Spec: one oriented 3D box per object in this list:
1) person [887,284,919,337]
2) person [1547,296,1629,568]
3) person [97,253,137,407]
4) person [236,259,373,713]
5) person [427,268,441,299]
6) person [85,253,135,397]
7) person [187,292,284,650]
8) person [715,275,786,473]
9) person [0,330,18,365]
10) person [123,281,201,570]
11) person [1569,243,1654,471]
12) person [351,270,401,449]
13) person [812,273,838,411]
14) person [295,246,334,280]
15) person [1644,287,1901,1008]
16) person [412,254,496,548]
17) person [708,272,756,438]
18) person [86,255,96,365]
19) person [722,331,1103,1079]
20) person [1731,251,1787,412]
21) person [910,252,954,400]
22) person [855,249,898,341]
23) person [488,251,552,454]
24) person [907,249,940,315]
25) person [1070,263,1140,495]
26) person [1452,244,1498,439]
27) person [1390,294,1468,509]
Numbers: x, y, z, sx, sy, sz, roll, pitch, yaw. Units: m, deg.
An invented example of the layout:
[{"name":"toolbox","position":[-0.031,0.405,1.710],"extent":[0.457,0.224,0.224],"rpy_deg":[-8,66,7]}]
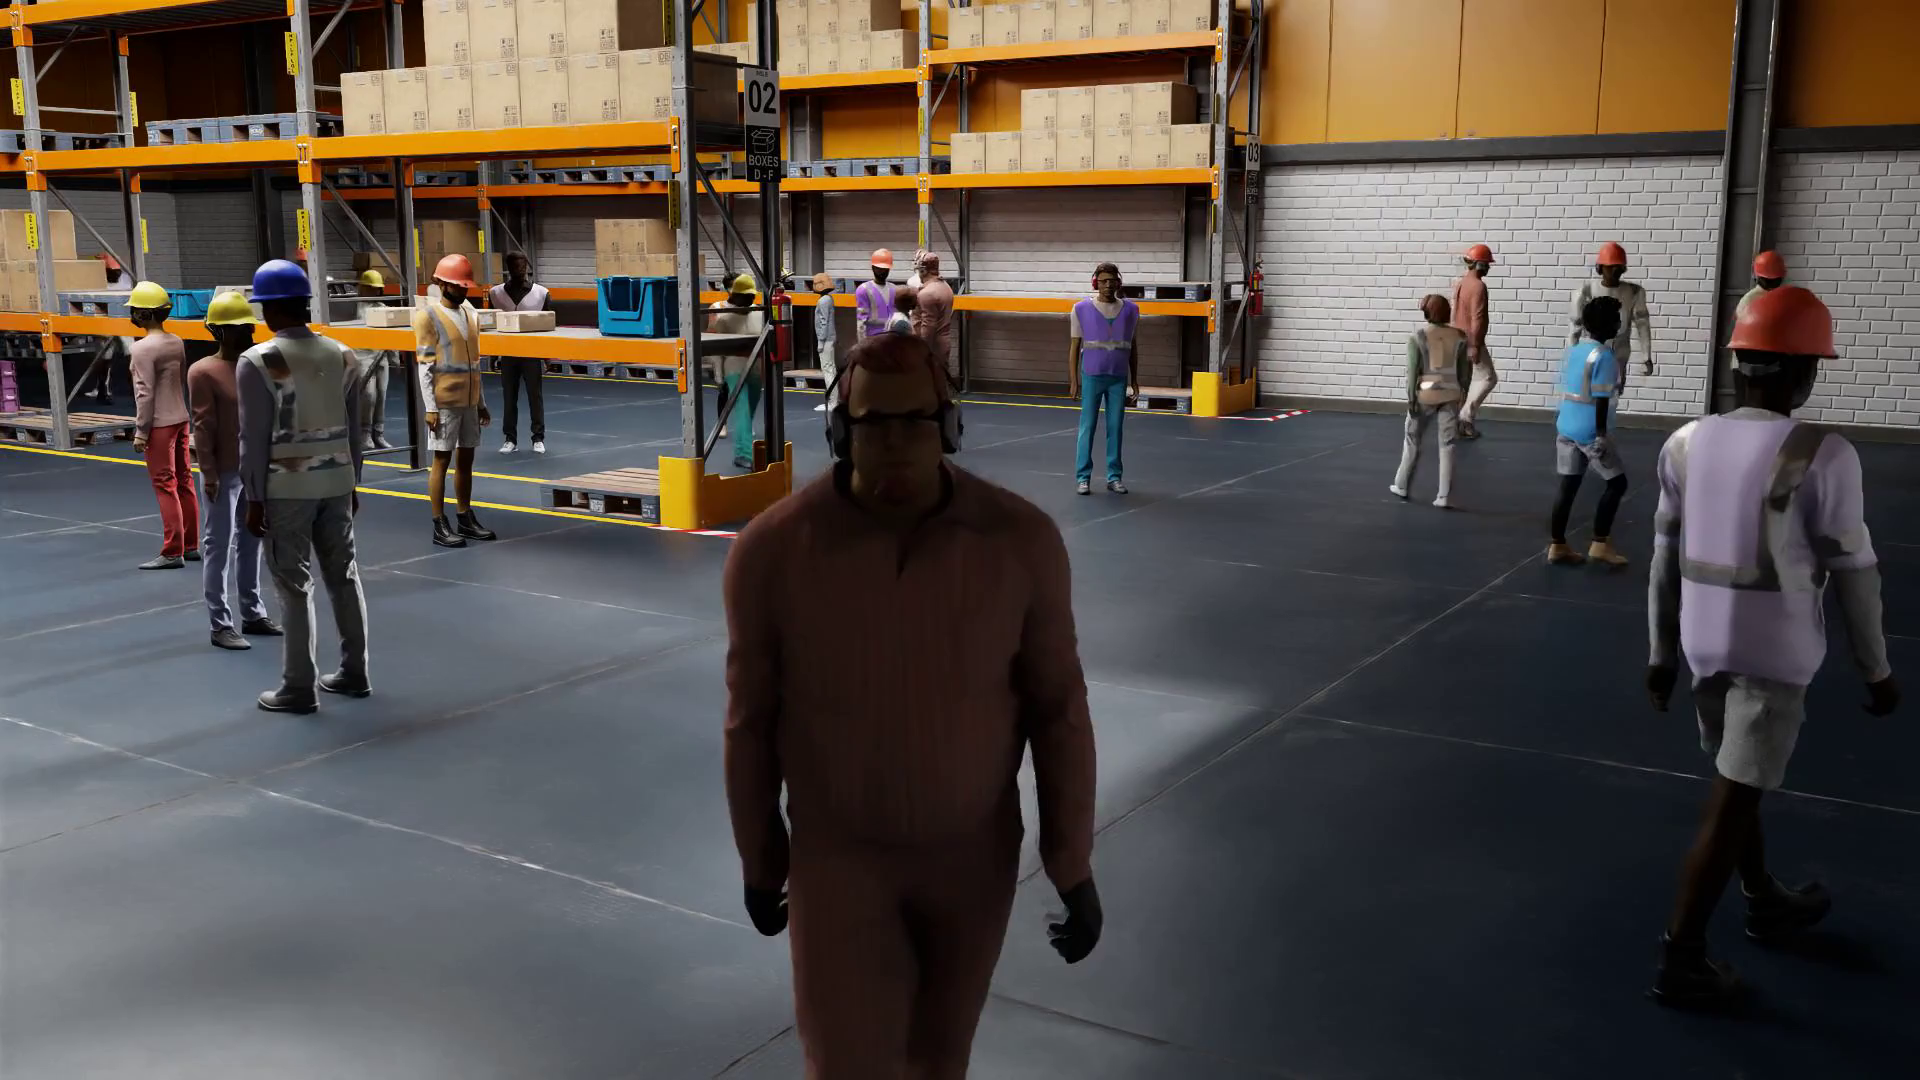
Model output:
[{"name":"person","position":[-0.596,-1.516,15.191],"extent":[0.476,1.623,0.536],"rpy_deg":[0,10,1]},{"name":"person","position":[3.946,-0.663,10.278],"extent":[0.549,1.678,0.548],"rpy_deg":[-1,10,-6]},{"name":"person","position":[-10.265,-2.541,20.187],"extent":[1.032,1.886,0.531],"rpy_deg":[9,14,41]},{"name":"person","position":[-2.846,-0.233,7.205],"extent":[0.408,1.938,0.608],"rpy_deg":[6,12,29]},{"name":"person","position":[-7.796,-3.284,24.977],"extent":[0.283,1.628,0.504],"rpy_deg":[4,11,22]},{"name":"person","position":[-10.841,-2.768,21.468],"extent":[0.977,1.861,0.643],"rpy_deg":[1,10,6]},{"name":"person","position":[-3.603,-0.349,8.322],"extent":[0.323,1.769,0.523],"rpy_deg":[3,11,17]},{"name":"person","position":[-1.842,-1.435,14.479],"extent":[0.540,1.719,0.930],"rpy_deg":[-7,12,-32]},{"name":"person","position":[-14.824,-3.400,25.682],"extent":[0.499,1.607,0.669],"rpy_deg":[2,10,8]},{"name":"person","position":[-4.942,-0.703,10.278],"extent":[0.308,1.772,0.525],"rpy_deg":[0,10,0]},{"name":"person","position":[5.737,-1.606,14.675],"extent":[0.625,1.984,1.059],"rpy_deg":[1,10,3]},{"name":"person","position":[-5.631,-1.728,16.032],"extent":[0.374,1.728,0.514],"rpy_deg":[7,13,35]},{"name":"person","position":[-1.608,-2.355,19.808],"extent":[0.266,1.631,0.507],"rpy_deg":[1,10,6]},{"name":"person","position":[-7.181,-2.292,18.444],"extent":[1.018,2.007,0.607],"rpy_deg":[8,13,37]},{"name":"person","position":[2.197,0.285,4.463],"extent":[0.851,1.897,0.555],"rpy_deg":[-5,11,-24]},{"name":"person","position":[-3.340,-0.923,11.057],"extent":[0.371,1.928,0.543],"rpy_deg":[5,11,27]},{"name":"person","position":[-2.309,-1.887,17.042],"extent":[0.535,1.697,0.318],"rpy_deg":[-3,11,-17]},{"name":"person","position":[-13.596,-3.660,26.608],"extent":[0.755,1.784,0.636],"rpy_deg":[-1,10,-4]},{"name":"person","position":[-0.074,0.578,2.933],"extent":[0.646,1.863,0.965],"rpy_deg":[-2,10,-12]},{"name":"person","position":[6.795,-1.451,14.004],"extent":[0.674,1.931,0.832],"rpy_deg":[-4,11,-23]},{"name":"person","position":[-0.293,-1.806,16.027],"extent":[0.405,1.903,0.636],"rpy_deg":[3,11,16]},{"name":"person","position":[-0.808,-2.007,17.047],"extent":[0.549,1.932,0.375],"rpy_deg":[-10,14,-43]},{"name":"person","position":[-4.181,-1.779,15.826],"extent":[0.596,1.917,0.382],"rpy_deg":[-1,10,-4]},{"name":"person","position":[-0.462,-2.555,20.163],"extent":[0.409,1.908,0.639],"rpy_deg":[8,13,36]},{"name":"person","position":[1.150,-1.283,13.281],"extent":[0.572,1.843,0.373],"rpy_deg":[-2,10,-12]},{"name":"person","position":[5.190,-1.990,16.819],"extent":[0.447,1.976,0.659],"rpy_deg":[-1,10,-5]},{"name":"person","position":[3.608,-1.067,12.754],"extent":[0.519,1.605,0.797],"rpy_deg":[-1,10,-5]}]
